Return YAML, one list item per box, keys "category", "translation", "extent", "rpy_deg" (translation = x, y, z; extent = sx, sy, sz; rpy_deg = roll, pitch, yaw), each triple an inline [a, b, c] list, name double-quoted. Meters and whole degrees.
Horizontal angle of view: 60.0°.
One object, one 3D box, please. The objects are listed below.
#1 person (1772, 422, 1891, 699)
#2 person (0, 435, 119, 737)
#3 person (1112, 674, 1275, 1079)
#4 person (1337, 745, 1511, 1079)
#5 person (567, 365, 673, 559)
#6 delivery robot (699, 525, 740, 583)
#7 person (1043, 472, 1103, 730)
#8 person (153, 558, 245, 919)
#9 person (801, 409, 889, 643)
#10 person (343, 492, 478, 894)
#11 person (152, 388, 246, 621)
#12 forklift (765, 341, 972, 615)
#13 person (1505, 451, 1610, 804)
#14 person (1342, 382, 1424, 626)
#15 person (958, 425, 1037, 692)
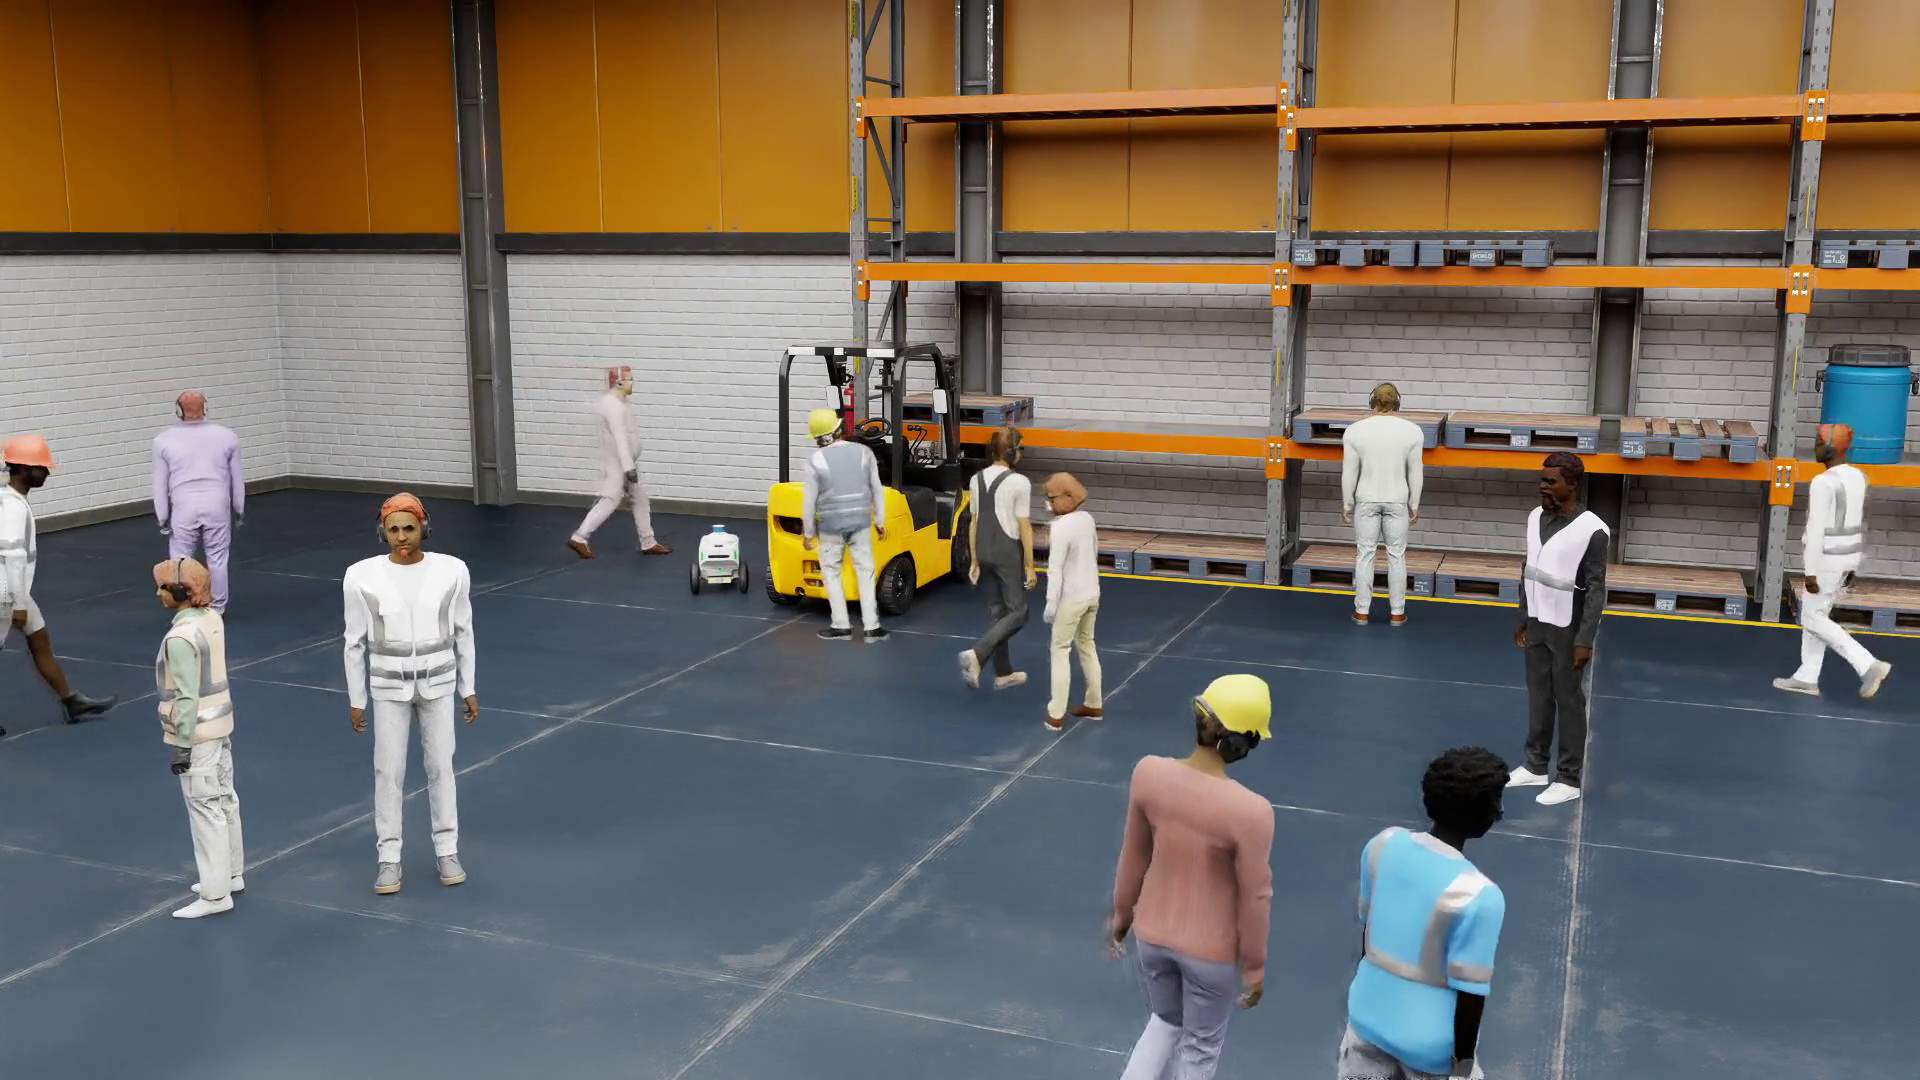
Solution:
- category: "person"
  translation: [5.807, 0.160, 10.955]
  extent: [0.573, 1.865, 0.695]
  rpy_deg: [-8, 13, -37]
- category: "person"
  translation: [-5.776, 0.294, 10.199]
  extent: [0.956, 1.860, 0.566]
  rpy_deg: [-5, 11, -27]
- category: "person"
  translation: [0.705, 1.254, 5.188]
  extent: [0.575, 1.725, 0.447]
  rpy_deg: [9, 13, 40]
- category: "person"
  translation: [1.216, 1.391, 4.659]
  extent: [0.629, 1.656, 0.554]
  rpy_deg: [-6, 12, -29]
- category: "person"
  translation: [-3.311, -0.747, 15.975]
  extent: [0.948, 1.867, 0.640]
  rpy_deg: [-1, 10, -5]
- category: "delivery robot"
  translation: [-2.108, 0.110, 14.587]
  extent: [0.477, 0.478, 0.707]
  rpy_deg: [-1, 10, -7]
- category: "person"
  translation: [0.699, 0.374, 10.420]
  extent: [0.364, 1.615, 0.541]
  rpy_deg: [6, 12, 32]
- category: "person"
  translation: [-3.439, 0.884, 7.518]
  extent: [0.306, 1.637, 0.523]
  rpy_deg: [-2, 10, -9]
- category: "person"
  translation: [-0.874, -0.103, 12.630]
  extent: [0.657, 1.781, 0.469]
  rpy_deg: [-4, 11, -23]
- category: "person"
  translation: [-2.564, 0.710, 7.798]
  extent: [0.585, 1.882, 0.337]
  rpy_deg: [-4, 11, -22]
- category: "person"
  translation: [-5.990, -0.251, 13.120]
  extent: [0.668, 1.896, 0.587]
  rpy_deg: [-6, 12, -29]
- category: "forklift"
  translation: [-0.739, -0.602, 14.246]
  extent: [1.214, 2.155, 2.313]
  rpy_deg: [4, 11, 21]
- category: "person"
  translation: [3.253, 0.471, 9.049]
  extent: [0.391, 1.915, 0.587]
  rpy_deg: [-4, 11, -19]
- category: "person"
  translation: [3.332, -0.281, 13.168]
  extent: [0.627, 1.941, 0.373]
  rpy_deg: [2, 10, 13]
- category: "person"
  translation: [0.235, 0.152, 11.075]
  extent: [0.546, 1.823, 0.690]
  rpy_deg: [10, 14, 43]
